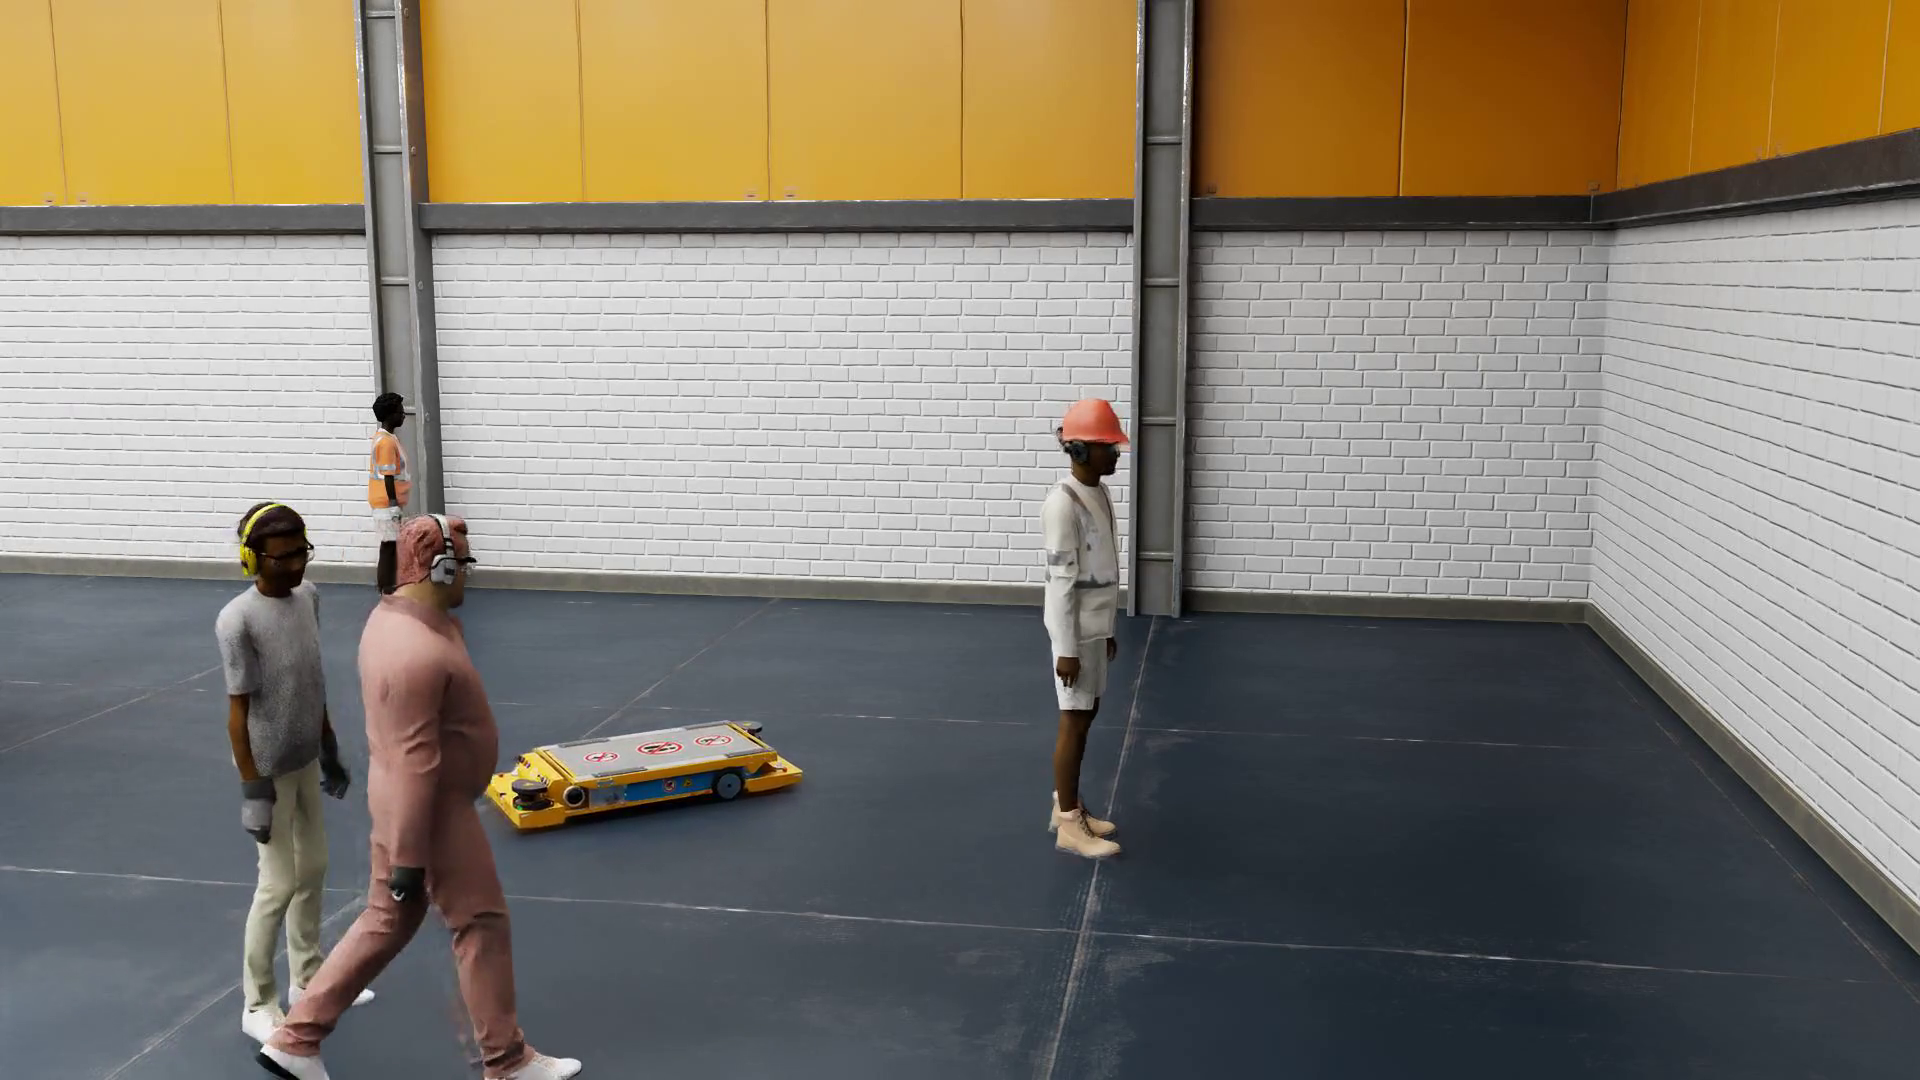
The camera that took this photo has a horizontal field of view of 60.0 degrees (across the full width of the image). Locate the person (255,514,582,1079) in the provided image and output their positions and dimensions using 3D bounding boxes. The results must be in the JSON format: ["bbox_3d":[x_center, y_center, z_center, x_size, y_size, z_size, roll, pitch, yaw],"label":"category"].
[{"bbox_3d":[-1.731,0.849,5.164,0.899,1.875,0.644,-5,10,-28],"label":"person"}]

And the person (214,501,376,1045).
[{"bbox_3d":[-2.280,0.778,5.647,0.339,1.854,0.541,2,9,9],"label":"person"}]

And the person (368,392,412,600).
[{"bbox_3d":[-4.321,-0.274,12.619,0.320,1.694,0.532,-3,10,-17],"label":"person"}]

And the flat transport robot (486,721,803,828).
[{"bbox_3d":[-1.566,1.139,8.263,1.431,0.197,0.652,-5,11,-29],"label":"flat transport robot"}]

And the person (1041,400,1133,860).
[{"bbox_3d":[0.579,0.398,7.459,0.503,2.041,0.632,3,10,20],"label":"person"}]
